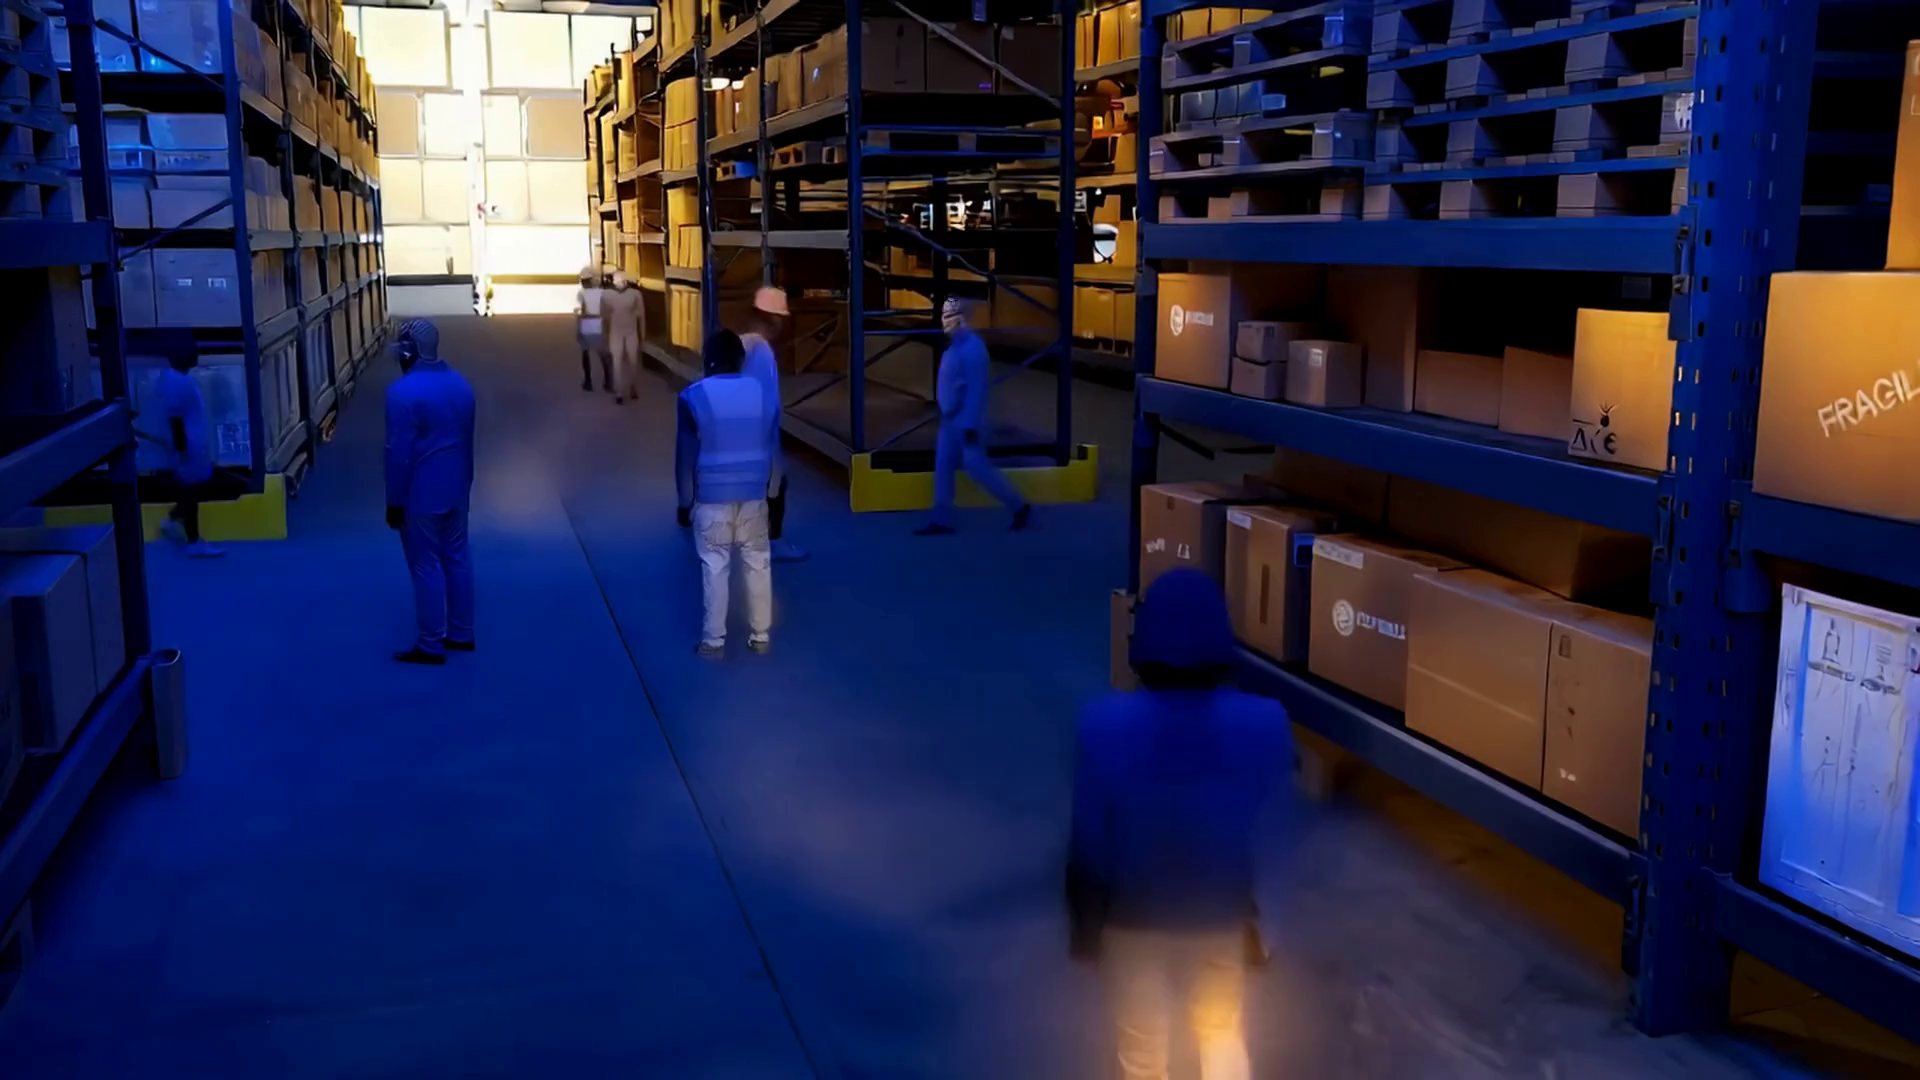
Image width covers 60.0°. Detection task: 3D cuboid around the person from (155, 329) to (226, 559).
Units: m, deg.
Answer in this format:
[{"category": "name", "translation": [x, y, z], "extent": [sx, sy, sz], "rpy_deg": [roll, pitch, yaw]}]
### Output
[{"category": "person", "translation": [-5.646, -0.691, 12.115], "extent": [0.403, 1.686, 0.549], "rpy_deg": [-2, 11, -13]}]

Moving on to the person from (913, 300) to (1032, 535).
[{"category": "person", "translation": [0.112, -0.959, 13.157], "extent": [0.901, 1.874, 0.653], "rpy_deg": [-3, 11, -18]}]

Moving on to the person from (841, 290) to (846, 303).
[{"category": "person", "translation": [-3.299, -6.975, 45.785], "extent": [0.446, 1.974, 0.641], "rpy_deg": [5, 11, 24]}]

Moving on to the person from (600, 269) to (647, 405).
[{"category": "person", "translation": [-4.766, -2.898, 23.668], "extent": [0.643, 1.904, 0.976], "rpy_deg": [-1, 10, -6]}]

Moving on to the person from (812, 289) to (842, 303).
[{"category": "person", "translation": [-2.815, -4.979, 35.263], "extent": [0.629, 1.821, 0.508], "rpy_deg": [-1, 10, -7]}]

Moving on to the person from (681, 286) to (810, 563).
[{"category": "person", "translation": [-1.538, -0.797, 11.841], "extent": [0.868, 2.003, 0.673], "rpy_deg": [-4, 11, -20]}]

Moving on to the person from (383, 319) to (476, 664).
[{"category": "person", "translation": [-2.961, -0.269, 9.245], "extent": [0.400, 1.902, 0.642], "rpy_deg": [4, 11, 20]}]

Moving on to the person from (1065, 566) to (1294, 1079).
[{"category": "person", "translation": [0.491, 0.866, 3.781], "extent": [0.503, 1.623, 0.382], "rpy_deg": [-1, 10, -6]}]

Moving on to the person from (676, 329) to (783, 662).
[{"category": "person", "translation": [-1.291, -0.244, 9.253], "extent": [0.621, 1.845, 0.429], "rpy_deg": [-6, 12, -28]}]

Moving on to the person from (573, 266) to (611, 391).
[{"category": "person", "translation": [-5.578, -3.203, 25.267], "extent": [0.549, 1.915, 0.737], "rpy_deg": [-6, 12, -29]}]

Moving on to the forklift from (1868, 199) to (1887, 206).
[{"category": "forklift", "translation": [11.338, -2.915, 21.052], "extent": [1.129, 2.768, 1.873], "rpy_deg": [-3, 11, -17]}]
